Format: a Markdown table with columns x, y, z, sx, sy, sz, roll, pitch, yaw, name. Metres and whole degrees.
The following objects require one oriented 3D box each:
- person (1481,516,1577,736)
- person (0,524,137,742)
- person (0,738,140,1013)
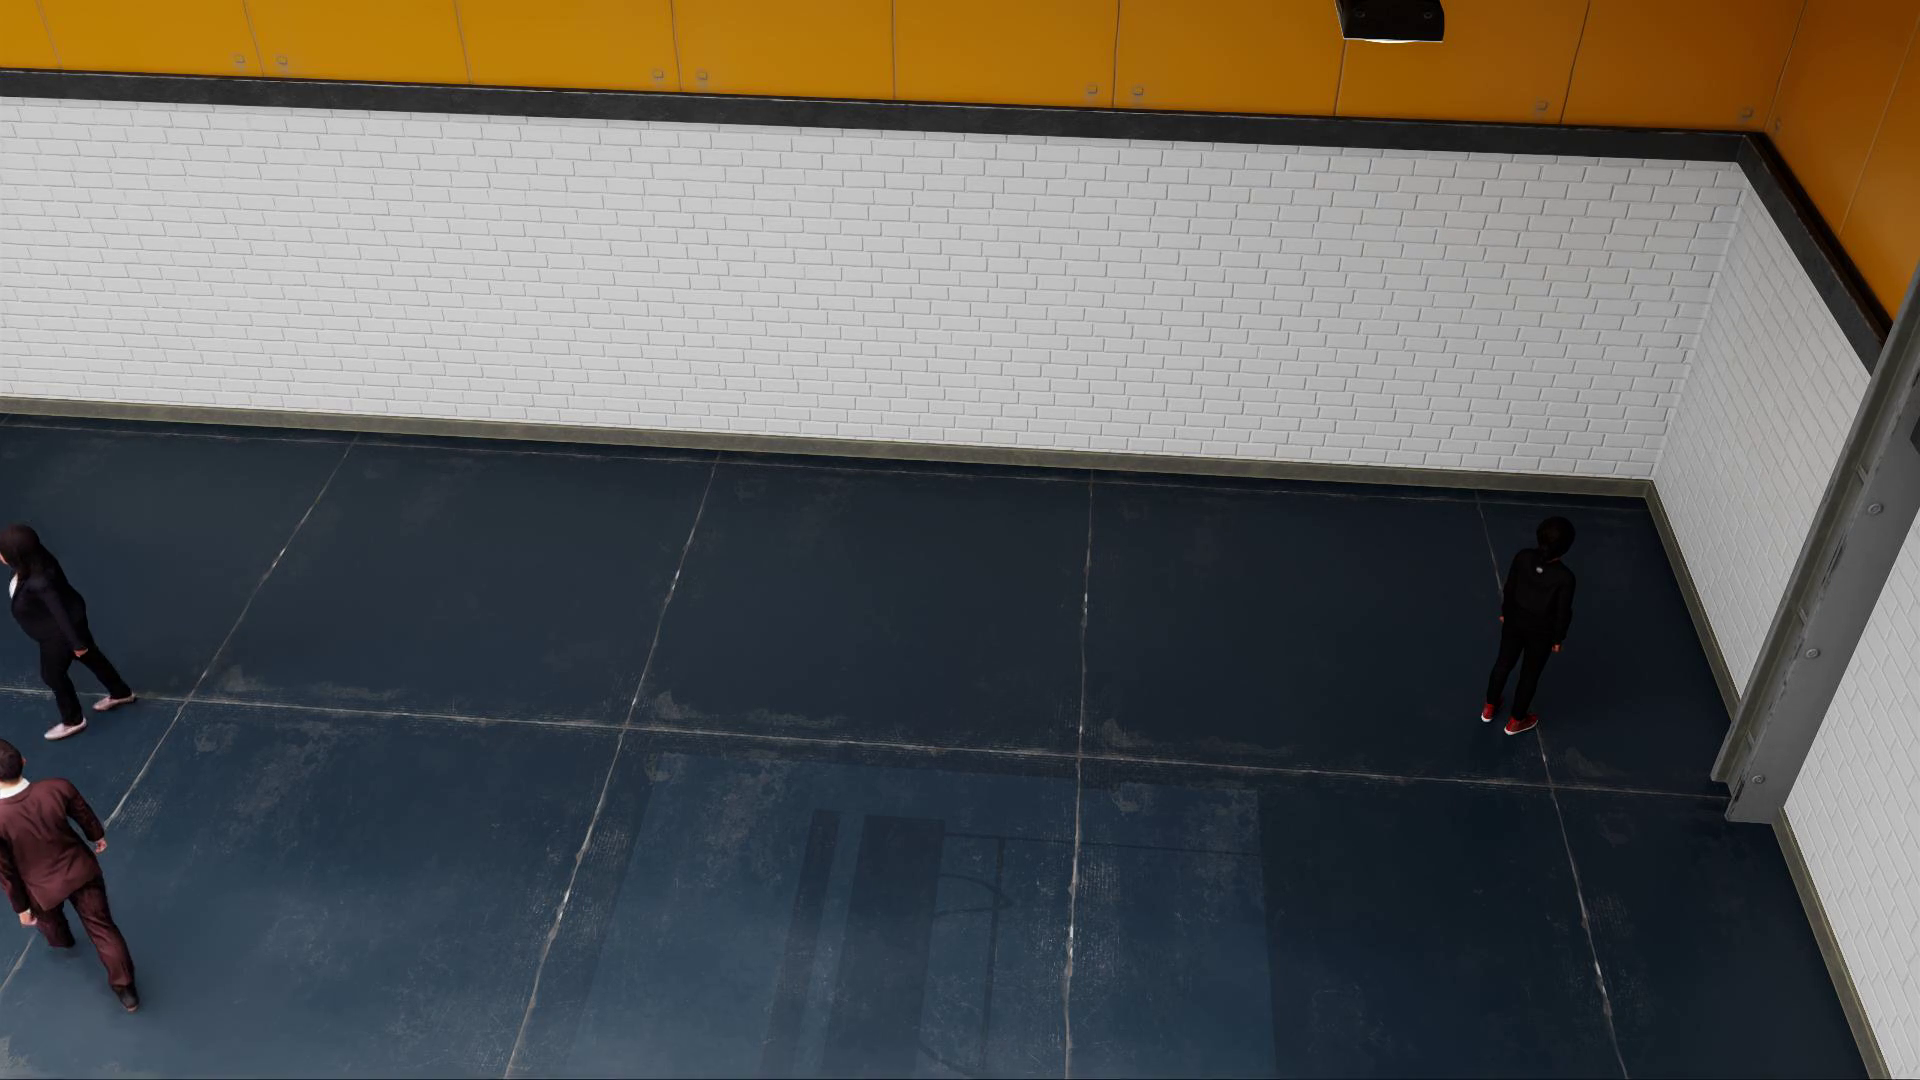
| x | y | z | sx | sy | sz | roll | pitch | yaw | name |
| --- | --- | --- | --- | --- | --- | --- | --- | --- | --- |
| 3.612 | 0.536 | 10.525 | 0.713 | 1.674 | 0.668 | -31 | 48 | -33 | person |
| -5.645 | 0.521 | 10.608 | 0.968 | 1.593 | 0.917 | -23 | 44 | -26 | person |
| -4.723 | 1.827 | 8.791 | 1.214 | 1.822 | 1.204 | 31 | 48 | 33 | person |
